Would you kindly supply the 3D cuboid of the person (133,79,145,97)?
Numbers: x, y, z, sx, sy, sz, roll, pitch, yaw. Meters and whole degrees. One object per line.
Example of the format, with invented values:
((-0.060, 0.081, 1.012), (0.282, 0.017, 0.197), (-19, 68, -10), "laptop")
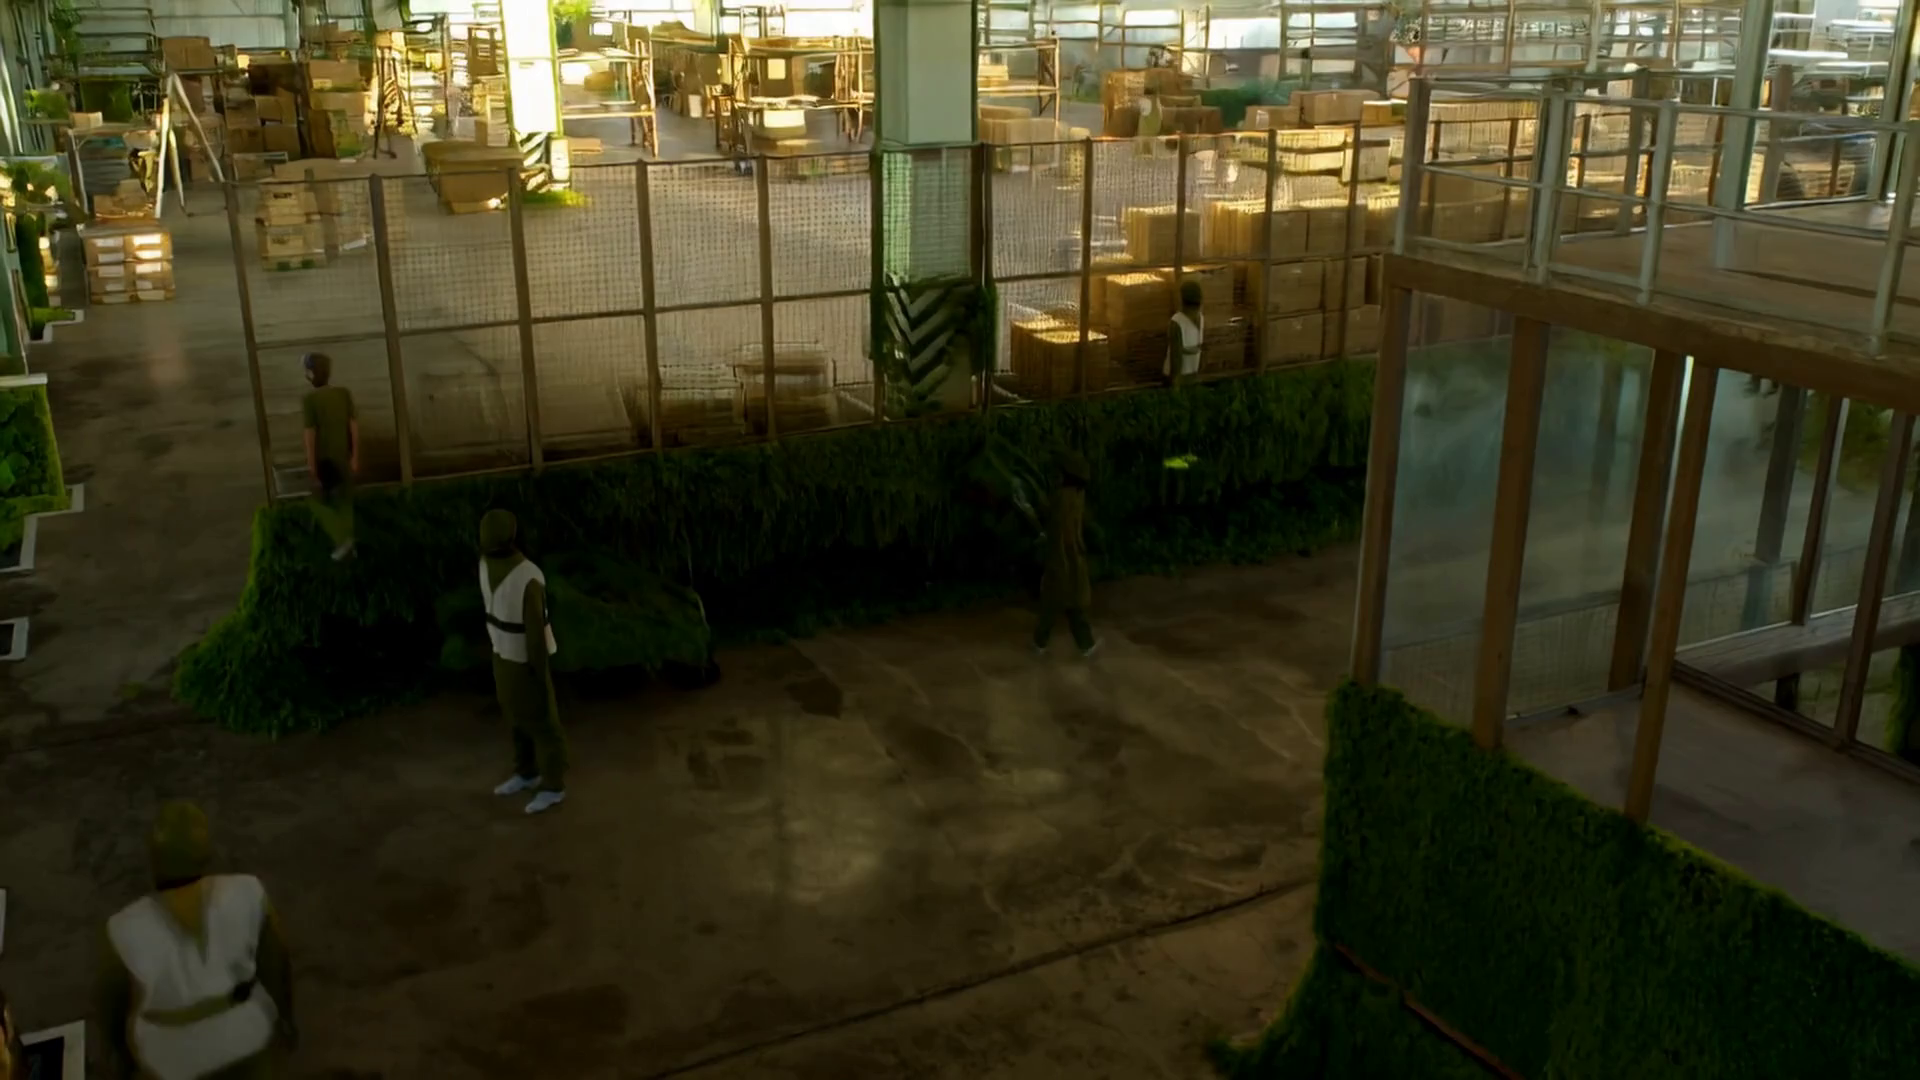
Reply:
((-25.352, -13.405, 51.419), (0.526, 1.631, 0.319), (6, 20, 16), "person")

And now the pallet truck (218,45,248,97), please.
((-28.879, -18.665, 66.111), (0.823, 1.965, 1.885), (-3, 19, -9), "pallet truck")

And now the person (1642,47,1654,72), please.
((28.675, -19.639, 69.351), (0.558, 1.781, 0.536), (-11, 22, -28), "person")

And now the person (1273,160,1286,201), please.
((5.269, -5.409, 27.854), (0.345, 1.882, 0.584), (1, 19, 3), "person")

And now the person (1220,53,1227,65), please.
((11.712, -21.561, 74.783), (0.795, 1.818, 0.633), (-11, 22, -28), "person")

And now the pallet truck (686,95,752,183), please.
((-5.836, -9.608, 39.856), (0.823, 1.965, 1.885), (10, 22, 27), "pallet truck")

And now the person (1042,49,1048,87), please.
((3.506, -19.561, 69.161), (0.318, 1.697, 0.535), (12, 22, 31), "person")

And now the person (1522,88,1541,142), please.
((14.846, -10.700, 43.069), (0.611, 1.962, 0.364), (6, 20, 16), "person")

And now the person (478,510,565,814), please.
((-2.665, 0.713, 10.081), (0.586, 1.910, 0.395), (17, 26, 41), "person")

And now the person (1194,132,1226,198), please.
((4.792, -6.891, 32.115), (0.614, 1.918, 0.860), (10, 21, 26), "person")

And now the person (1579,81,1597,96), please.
((19.217, -13.281, 51.030), (0.544, 1.643, 0.893), (13, 23, 34), "person")

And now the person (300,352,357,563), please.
((-5.392, -0.693, 14.242), (0.392, 1.848, 0.562), (12, 23, 32), "person")

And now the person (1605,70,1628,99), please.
((20.598, -13.799, 52.228), (0.669, 1.857, 1.010), (4, 19, 10), "person")

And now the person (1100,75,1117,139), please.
((4.439, -12.944, 49.742), (0.527, 1.858, 0.318), (14, 23, 34), "person")

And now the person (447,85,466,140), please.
((-13.841, -11.666, 46.044), (1.078, 1.862, 0.691), (7, 20, 21), "person")

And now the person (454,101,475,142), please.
((-11.705, -9.380, 39.304), (0.376, 1.922, 0.594), (10, 22, 27), "person")

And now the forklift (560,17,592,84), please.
((-16.414, -21.275, 72.343), (1.873, 2.768, 1.129), (-12, 22, -31), "forklift")

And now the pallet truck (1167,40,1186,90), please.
((9.045, -19.971, 69.895), (0.823, 1.965, 1.885), (-3, 19, -8), "pallet truck")

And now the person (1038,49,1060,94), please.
((3.504, -18.793, 66.571), (1.039, 1.933, 0.646), (9, 21, 25), "person")

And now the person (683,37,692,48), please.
((-12.260, -21.523, 74.477), (0.552, 1.942, 0.343), (-5, 20, -14), "person")

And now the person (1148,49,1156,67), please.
((7.892, -19.592, 69.300), (0.806, 1.666, 0.547), (13, 23, 33), "person")

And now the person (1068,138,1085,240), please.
((2.276, -6.629, 31.411), (0.354, 1.876, 0.574), (-15, 24, -37), "person")

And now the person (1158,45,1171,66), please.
((8.374, -19.293, 68.124), (0.610, 1.886, 0.940), (-5, 20, -14), "person")

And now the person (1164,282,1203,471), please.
((2.289, -1.682, 17.001), (0.379, 1.916, 0.597), (11, 22, 29), "person")

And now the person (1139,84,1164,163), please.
((5.002, -10.968, 43.733), (0.705, 2.000, 0.540), (-10, 22, -28), "person")

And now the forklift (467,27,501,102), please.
((-17.547, -17.497, 61.390), (1.129, 2.768, 1.873), (-11, 22, -29), "forklift")

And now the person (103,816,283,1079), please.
((-2.988, 1.955, 6.604), (0.631, 1.825, 0.650), (-13, 23, -33), "person")

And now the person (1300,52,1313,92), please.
((12.933, -17.335, 62.372), (0.581, 1.921, 0.646), (4, 19, 11), "person")

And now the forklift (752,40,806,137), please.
((-5.515, -13.707, 50.404), (1.129, 2.768, 1.873), (-9, 21, -25), "forklift")

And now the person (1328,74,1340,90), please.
((12.111, -14.291, 53.988), (0.314, 1.629, 0.508), (-9, 21, -24), "person")
